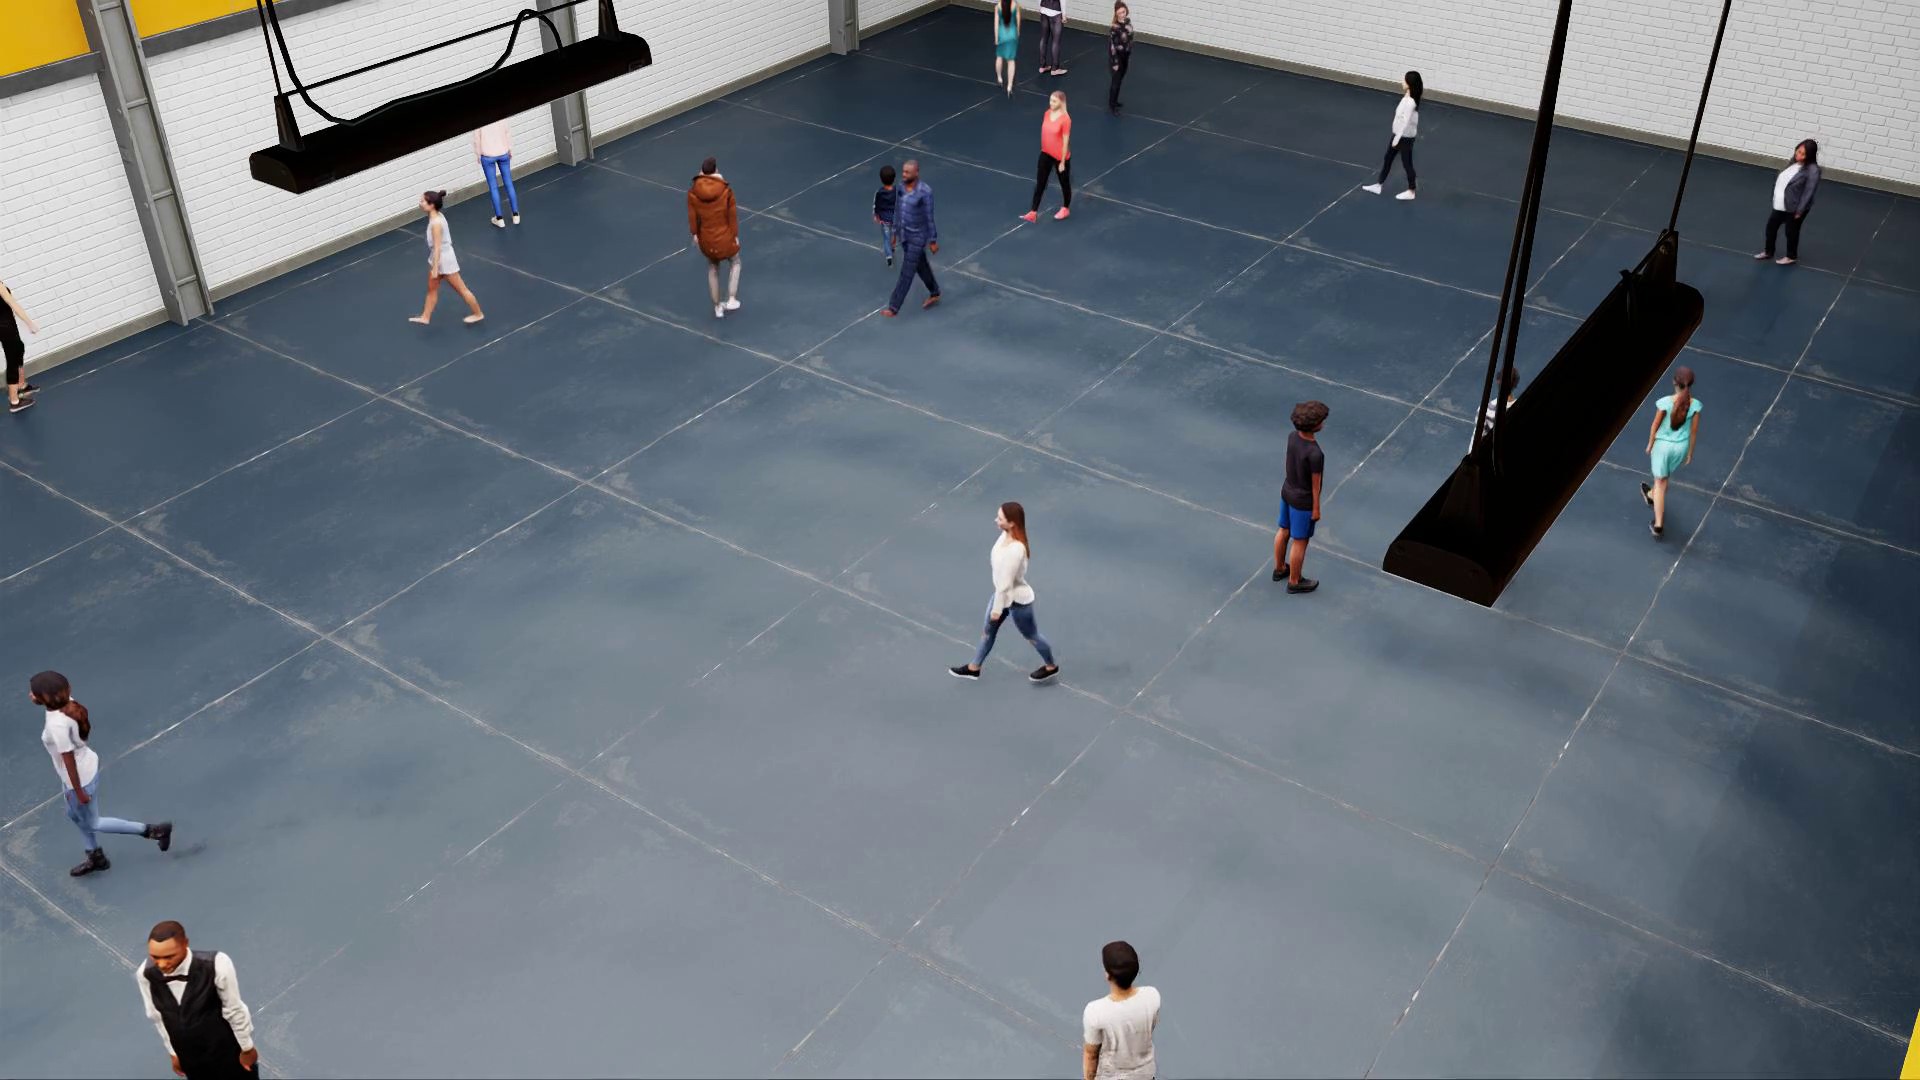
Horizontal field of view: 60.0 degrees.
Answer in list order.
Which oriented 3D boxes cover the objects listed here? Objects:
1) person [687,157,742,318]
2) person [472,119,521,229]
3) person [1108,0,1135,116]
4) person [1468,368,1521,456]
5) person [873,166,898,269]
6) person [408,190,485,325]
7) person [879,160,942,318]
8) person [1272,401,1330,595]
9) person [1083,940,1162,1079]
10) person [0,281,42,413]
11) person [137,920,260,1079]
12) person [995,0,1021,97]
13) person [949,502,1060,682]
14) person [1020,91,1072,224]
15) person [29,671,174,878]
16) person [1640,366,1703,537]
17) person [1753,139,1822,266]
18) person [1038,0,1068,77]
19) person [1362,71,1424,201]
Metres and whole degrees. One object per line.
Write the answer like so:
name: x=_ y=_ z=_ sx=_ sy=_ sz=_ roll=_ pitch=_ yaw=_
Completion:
person: x=-2.704 y=-3.312 z=18.446 sx=0.850 sy=1.826 sz=0.871 roll=3 pitch=34 yaw=4
person: x=-5.788 y=-4.776 z=20.701 sx=0.639 sy=1.768 sz=0.784 roll=-18 pitch=38 yaw=-25
person: x=2.311 y=-7.024 z=24.181 sx=0.779 sy=1.659 sz=0.603 roll=18 pitch=37 yaw=24
person: x=4.630 y=-0.642 z=14.408 sx=0.726 sy=1.849 sz=0.724 roll=2 pitch=34 yaw=3
person: x=-0.842 y=-3.826 z=19.792 sx=0.811 sy=1.191 sz=0.901 roll=-2 pitch=34 yaw=-3
person: x=-5.608 y=-3.069 z=18.324 sx=1.112 sy=1.557 sz=0.974 roll=-11 pitch=35 yaw=-16
person: x=-0.450 y=-3.391 z=18.606 sx=1.246 sy=1.780 sz=0.878 roll=-26 pitch=42 yaw=-34
person: x=2.873 y=-0.376 z=14.053 sx=0.737 sy=1.799 sz=0.713 roll=-14 pitch=36 yaw=-20
person: x=0.921 y=2.957 z=9.130 sx=0.831 sy=1.698 sz=0.884 roll=-9 pitch=35 yaw=-13
person: x=-9.661 y=-2.058 z=16.668 sx=0.606 sy=1.707 sz=0.700 roll=15 pitch=36 yaw=21
person: x=-4.165 y=2.758 z=9.238 sx=0.786 sy=1.910 sz=0.813 roll=0 pitch=34 yaw=0
person: x=0.729 y=-7.467 z=24.853 sx=0.865 sy=1.653 sz=0.990 roll=-1 pitch=34 yaw=-2
person: x=0.494 y=0.464 z=12.927 sx=1.154 sy=1.648 sz=1.106 roll=-4 pitch=34 yaw=-7
person: x=1.265 y=-4.798 z=20.829 sx=0.708 sy=1.663 sz=1.059 roll=27 pitch=42 yaw=34
person: x=-5.852 y=1.574 z=11.208 sx=1.041 sy=1.702 sz=0.882 roll=-13 pitch=36 yaw=-19
person: x=6.375 y=-0.769 z=14.901 sx=0.878 sy=1.516 sz=1.082 roll=5 pitch=34 yaw=8
person: x=9.919 y=-4.001 z=19.711 sx=0.938 sy=1.573 sz=0.880 roll=-4 pitch=34 yaw=-6
person: x=1.416 y=-8.109 z=25.665 sx=0.703 sy=1.824 sz=0.613 roll=25 pitch=41 yaw=33
person: x=5.809 y=-5.170 z=21.377 sx=0.952 sy=1.675 sz=0.966 roll=2 pitch=34 yaw=3
